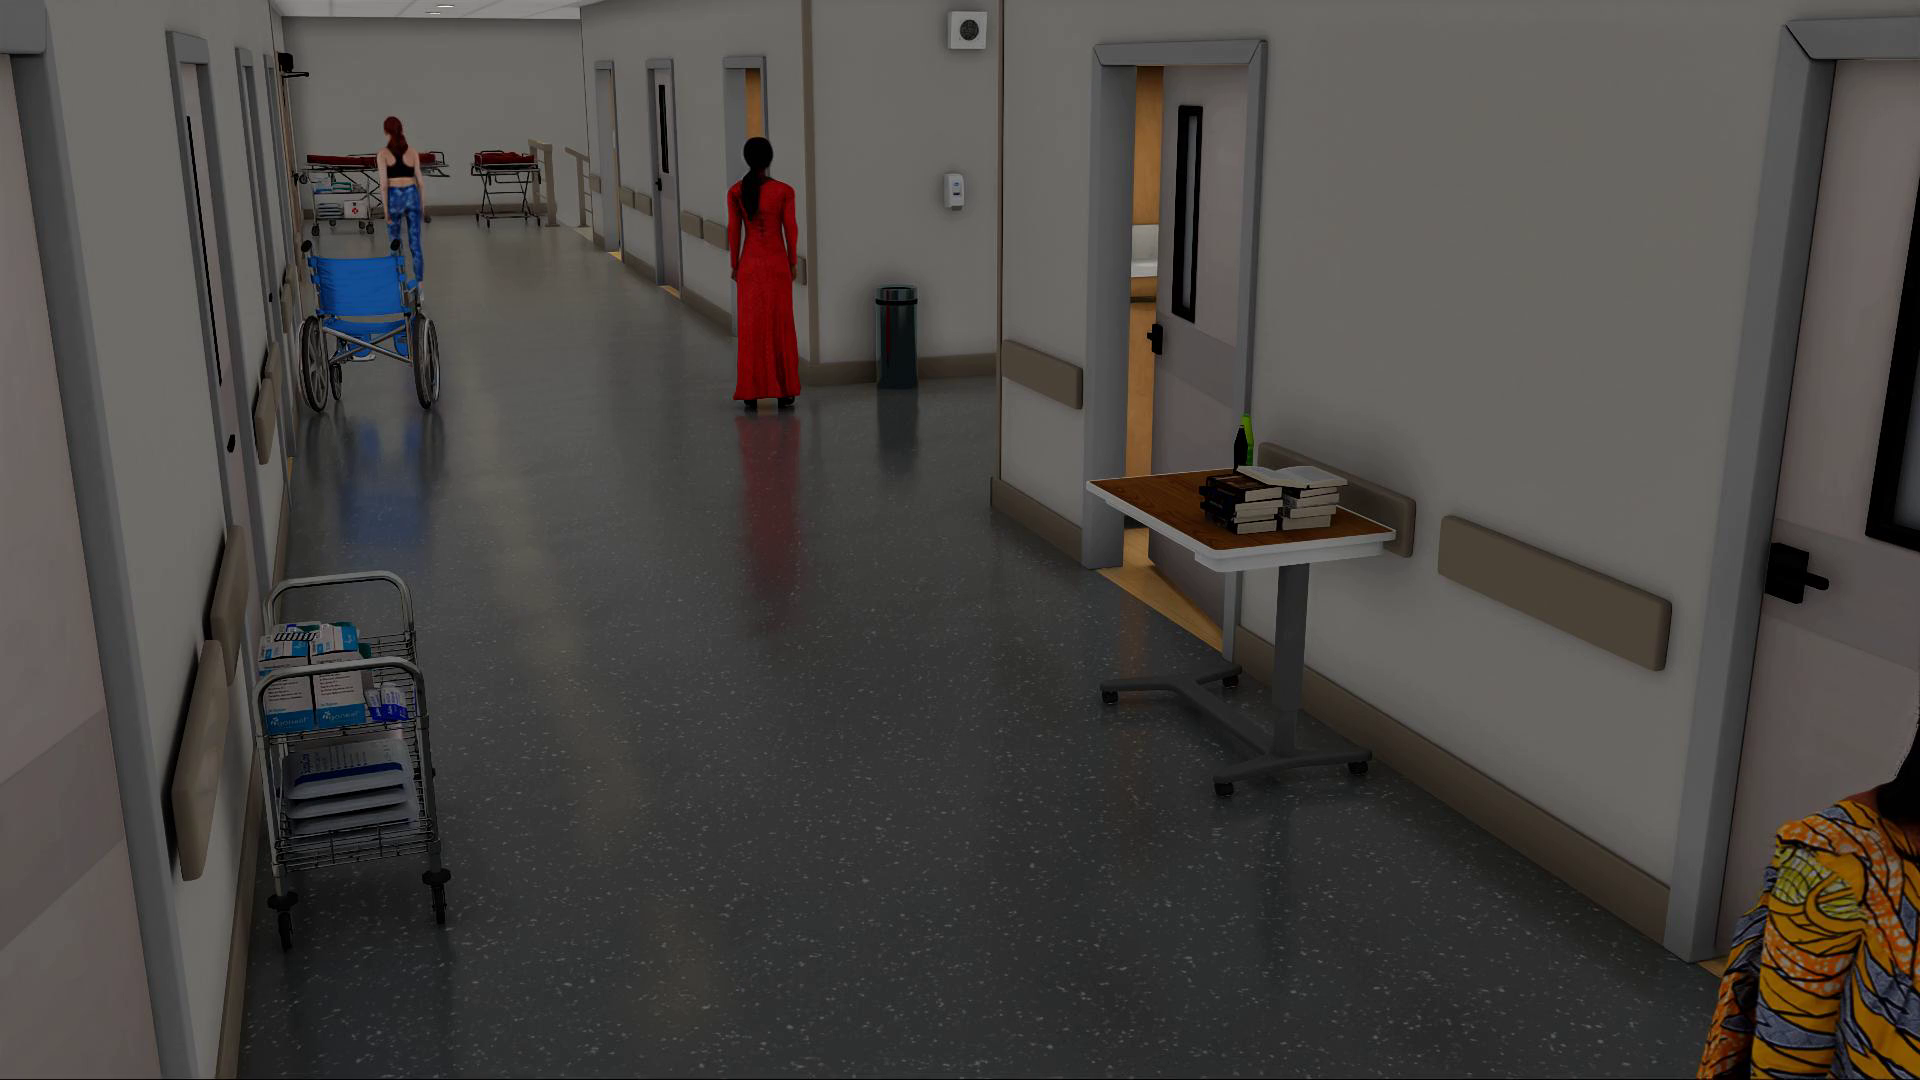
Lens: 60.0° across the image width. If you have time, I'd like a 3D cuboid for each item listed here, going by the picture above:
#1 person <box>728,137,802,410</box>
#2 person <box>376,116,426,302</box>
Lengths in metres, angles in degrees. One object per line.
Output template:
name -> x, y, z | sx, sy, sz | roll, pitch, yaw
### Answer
person -> -1.311, -1.768, 11.072 | 0.686, 1.784, 0.680 | -1, 16, -3
person -> -5.311, -3.119, 15.969 | 0.665, 1.727, 1.242 | -7, 17, -24
